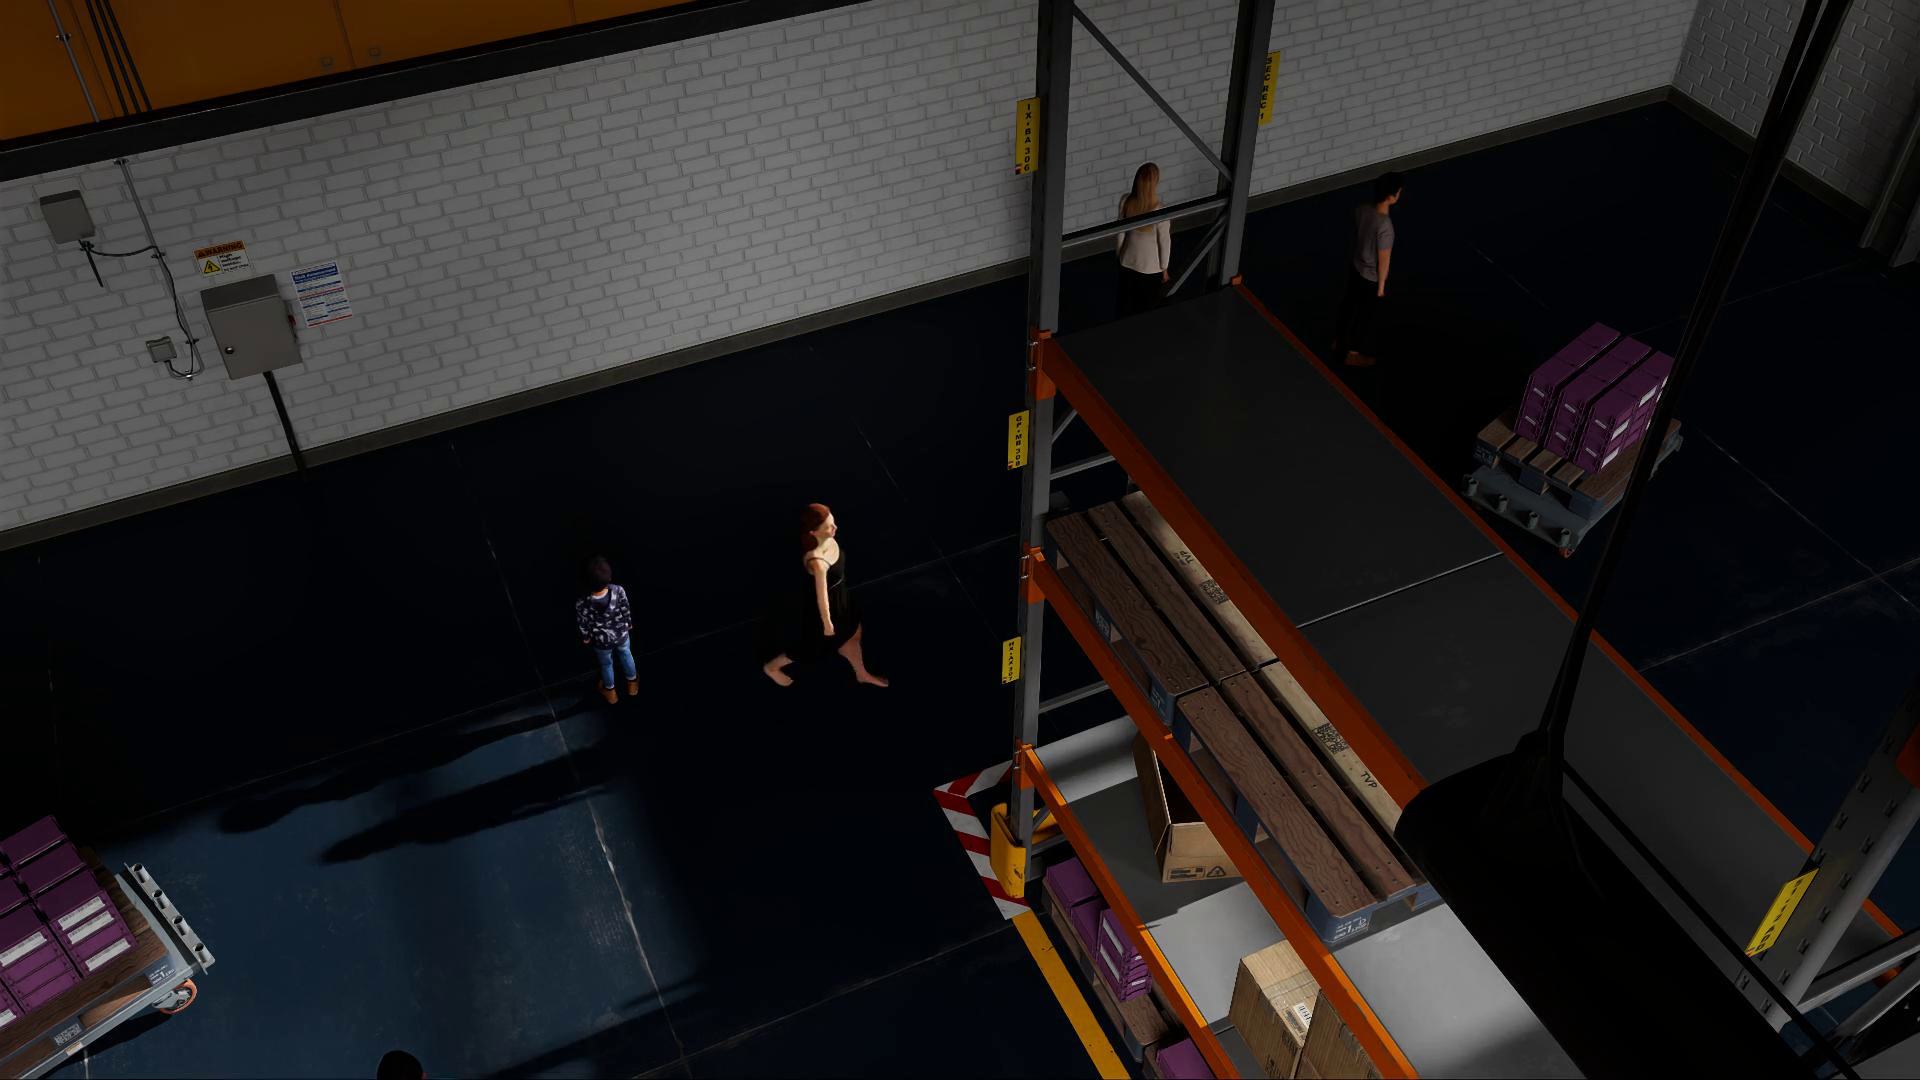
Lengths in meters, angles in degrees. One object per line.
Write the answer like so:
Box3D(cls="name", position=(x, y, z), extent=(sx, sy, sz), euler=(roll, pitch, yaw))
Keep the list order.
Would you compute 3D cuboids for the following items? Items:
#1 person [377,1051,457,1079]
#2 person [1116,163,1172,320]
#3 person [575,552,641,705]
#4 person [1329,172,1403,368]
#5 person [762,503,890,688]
Box3D(cls="person", position=(-2.449, 2.917, 7.854), extent=(0.623, 1.777, 0.526), euler=(-20, 47, -20))
Box3D(cls="person", position=(1.427, -2.143, 13.106), extent=(0.643, 1.859, 0.744), euler=(22, 48, 22))
Box3D(cls="person", position=(-2.271, 0.563, 10.706), extent=(0.482, 1.251, 0.491), euler=(-18, 46, -18))
Box3D(cls="person", position=(3.244, -2.158, 13.225), extent=(0.673, 1.716, 0.472), euler=(-13, 45, -13))
Box3D(cls="person", position=(-0.950, 0.395, 10.633), extent=(1.021, 1.595, 1.081), euler=(6, 44, 7))
